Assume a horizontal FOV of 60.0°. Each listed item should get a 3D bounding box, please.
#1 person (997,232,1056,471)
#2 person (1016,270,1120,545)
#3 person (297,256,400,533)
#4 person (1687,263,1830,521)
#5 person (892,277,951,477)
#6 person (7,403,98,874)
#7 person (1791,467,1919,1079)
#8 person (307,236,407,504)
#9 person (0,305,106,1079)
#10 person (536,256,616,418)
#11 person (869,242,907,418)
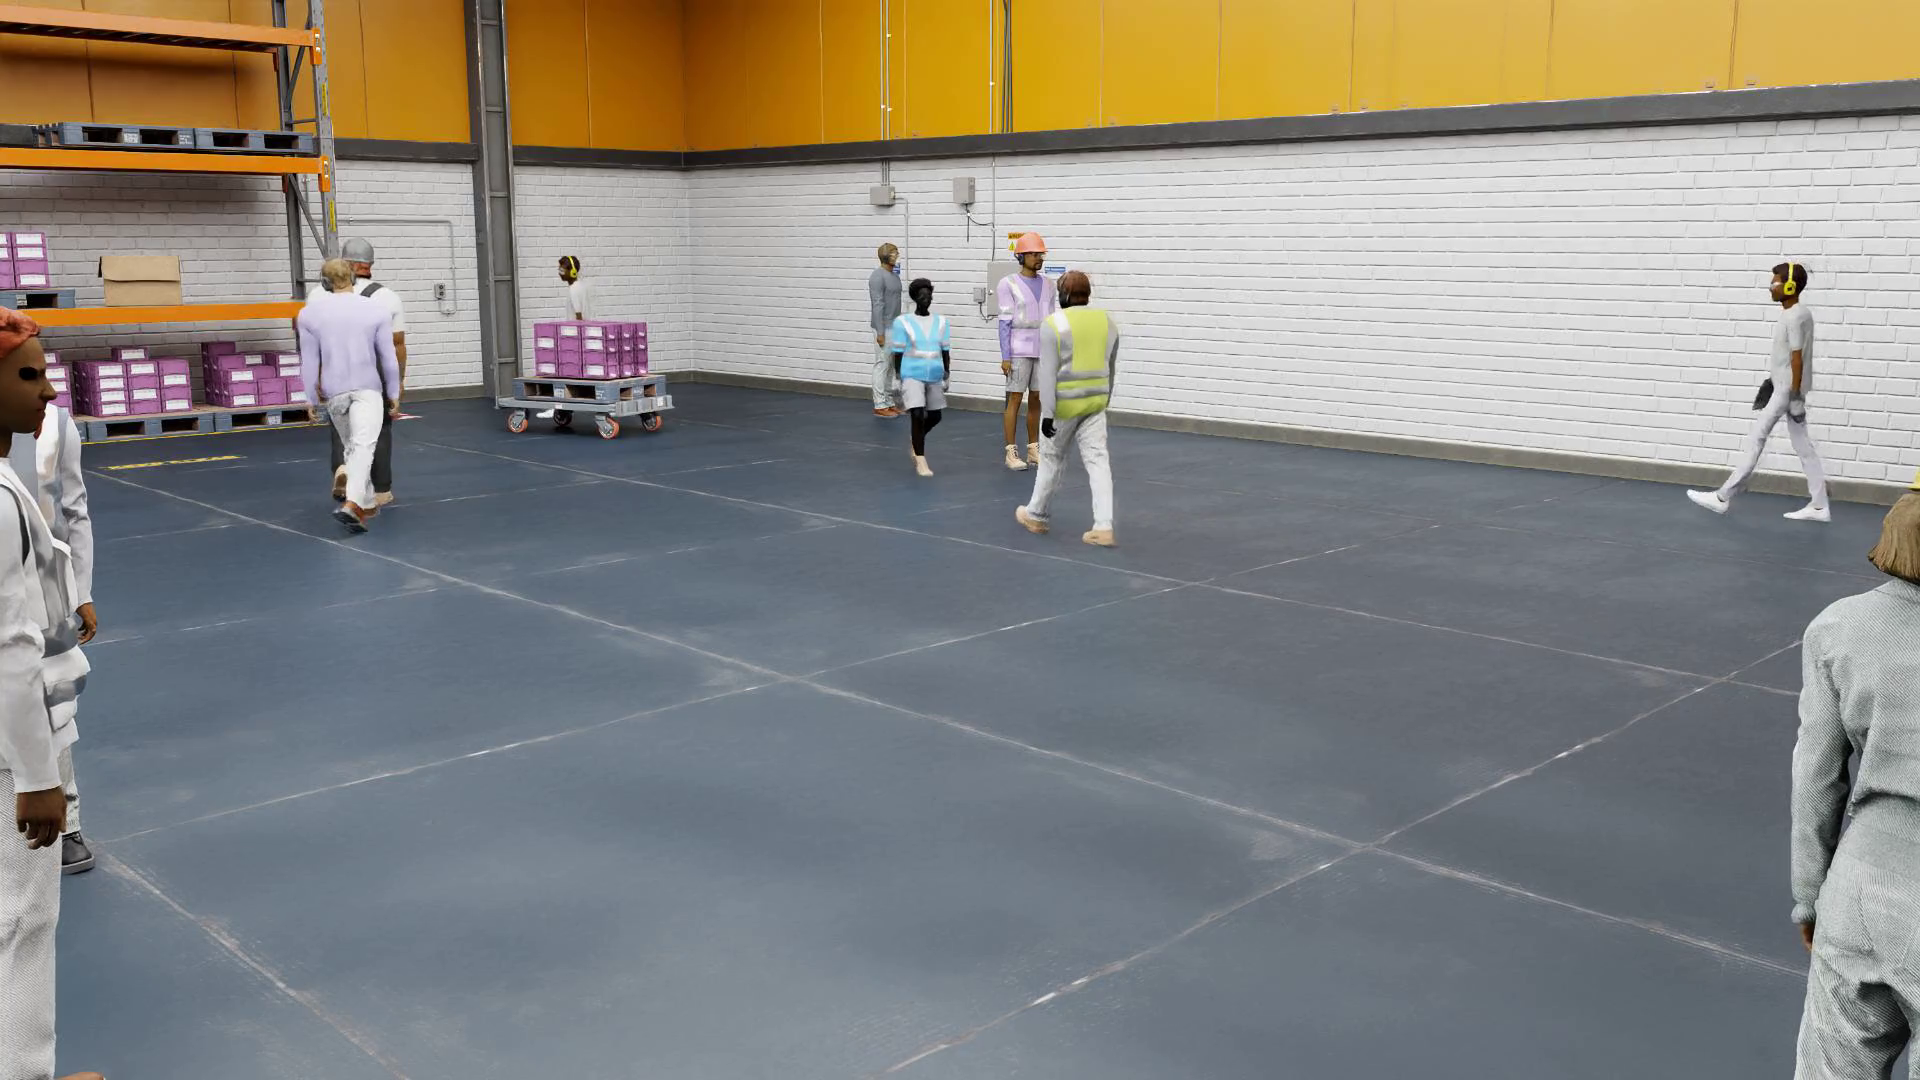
[{"bbox_3d":[0.602,-1.627,14.398,0.607,2.048,0.365,-8,13,-36],"label":"person"},{"bbox_3d":[0.743,-0.883,11.047,0.653,1.787,0.978,-6,12,-29],"label":"person"},{"bbox_3d":[-4.228,-1.011,11.499,0.641,1.891,1.009,-1,10,-7],"label":"person"},{"bbox_3d":[5.810,-1.054,11.895,0.970,1.823,0.518,7,13,35],"label":"person"},{"bbox_3d":[-0.350,-1.393,14.145,0.540,1.676,0.668,-5,11,-24],"label":"person"},{"bbox_3d":[-3.005,0.173,5.170,0.592,1.833,0.404,-8,13,-36],"label":"person"},{"bbox_3d":[1.638,0.658,2.793,0.309,1.736,0.485,-6,12,-30],"label":"person"},{"bbox_3d":[-4.465,-1.256,12.391,0.695,2.000,0.651,-2,11,-12],"label":"person"},{"bbox_3d":[-2.059,0.441,3.586,0.337,1.876,0.583,-9,13,-39],"label":"person"},{"bbox_3d":[-4.179,-2.238,18.396,1.010,1.806,0.558,1,10,4],"label":"person"},{"bbox_3d":[-0.804,-2.338,18.571,0.372,1.940,0.630,3,11,17],"label":"person"}]
